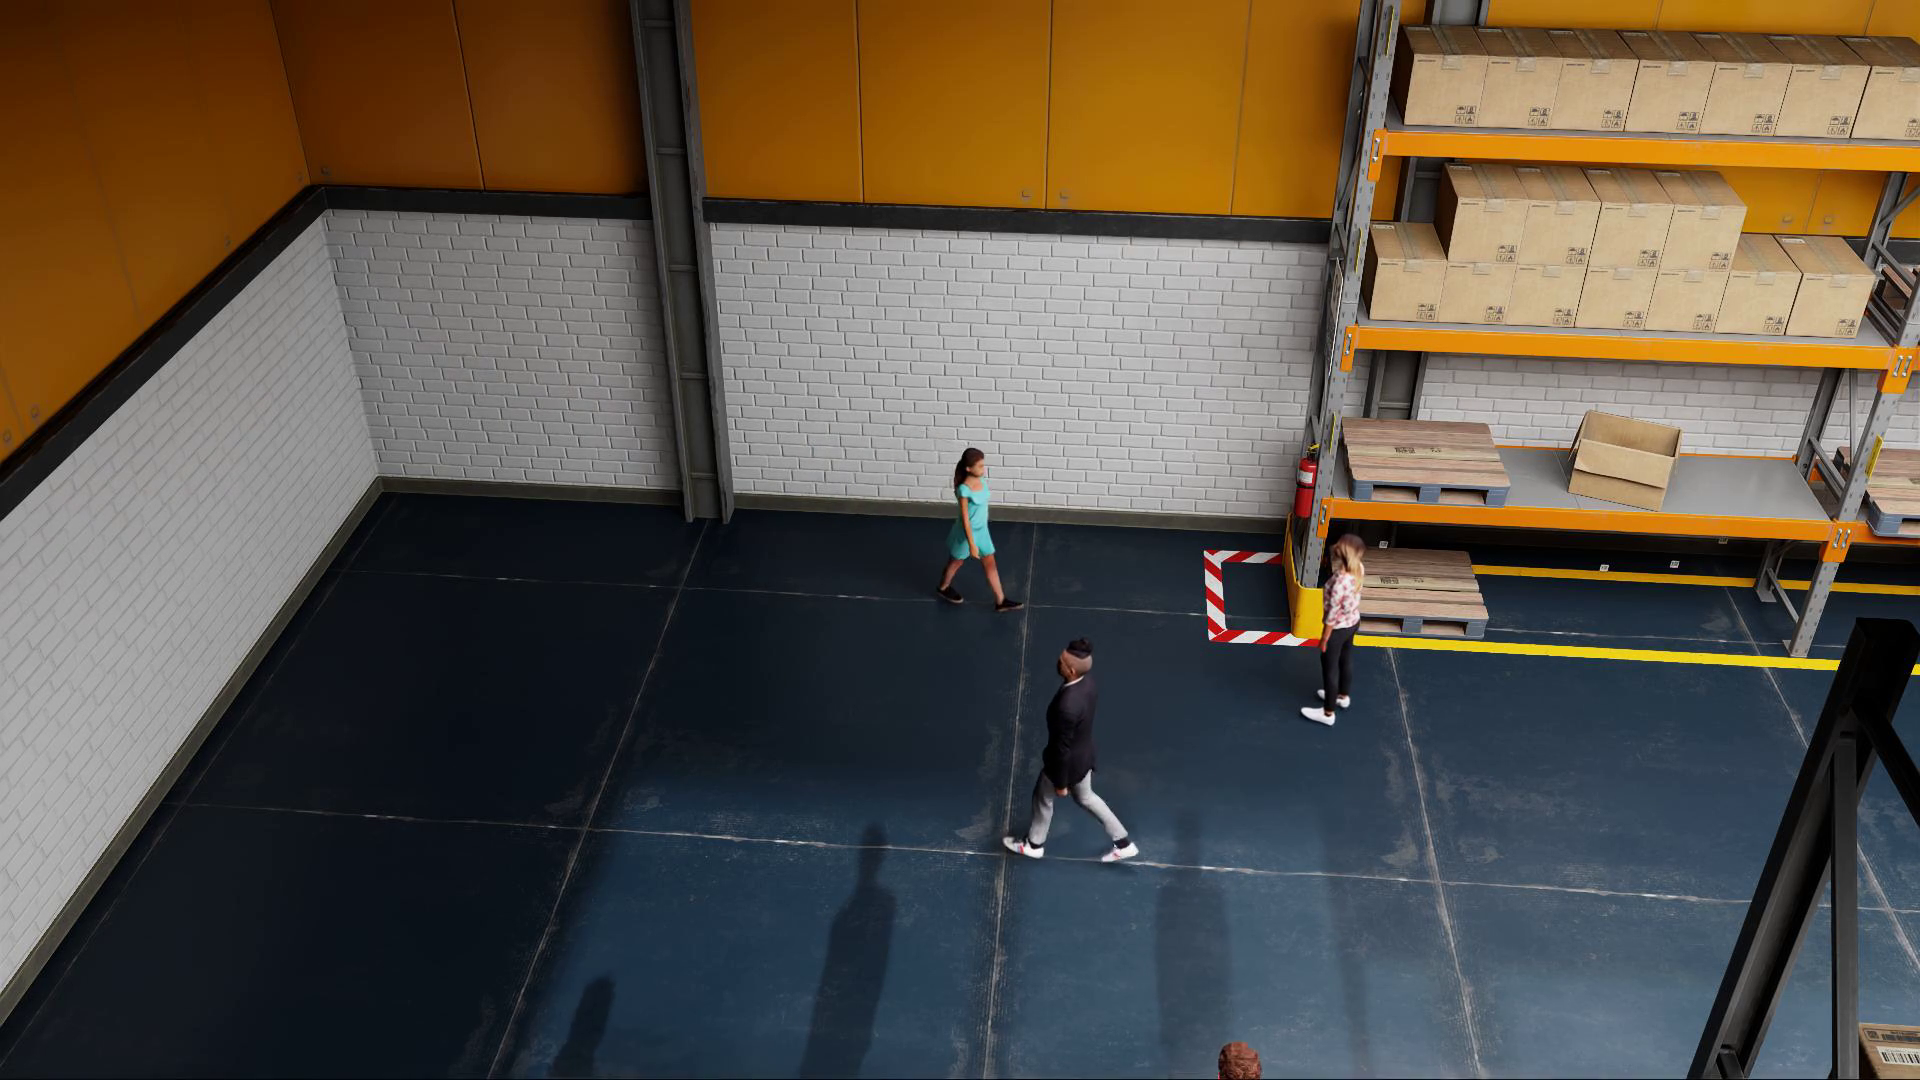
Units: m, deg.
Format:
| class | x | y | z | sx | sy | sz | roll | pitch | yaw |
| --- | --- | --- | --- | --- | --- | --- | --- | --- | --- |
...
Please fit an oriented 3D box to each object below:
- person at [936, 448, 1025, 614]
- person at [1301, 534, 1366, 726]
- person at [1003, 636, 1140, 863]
| class | x | y | z | sx | sy | sz | roll | pitch | yaw |
| --- | --- | --- | --- | --- | --- | --- | --- | --- | --- |
| person | 0.017 | -0.074 | 13.735 | 1.113 | 1.518 | 0.866 | 18 | 38 | 25 |
| person | 2.874 | 0.654 | 12.539 | 0.650 | 1.629 | 0.634 | 22 | 39 | 29 |
| person | 0.824 | 1.454 | 11.076 | 1.277 | 1.917 | 0.967 | 14 | 36 | 20 |
